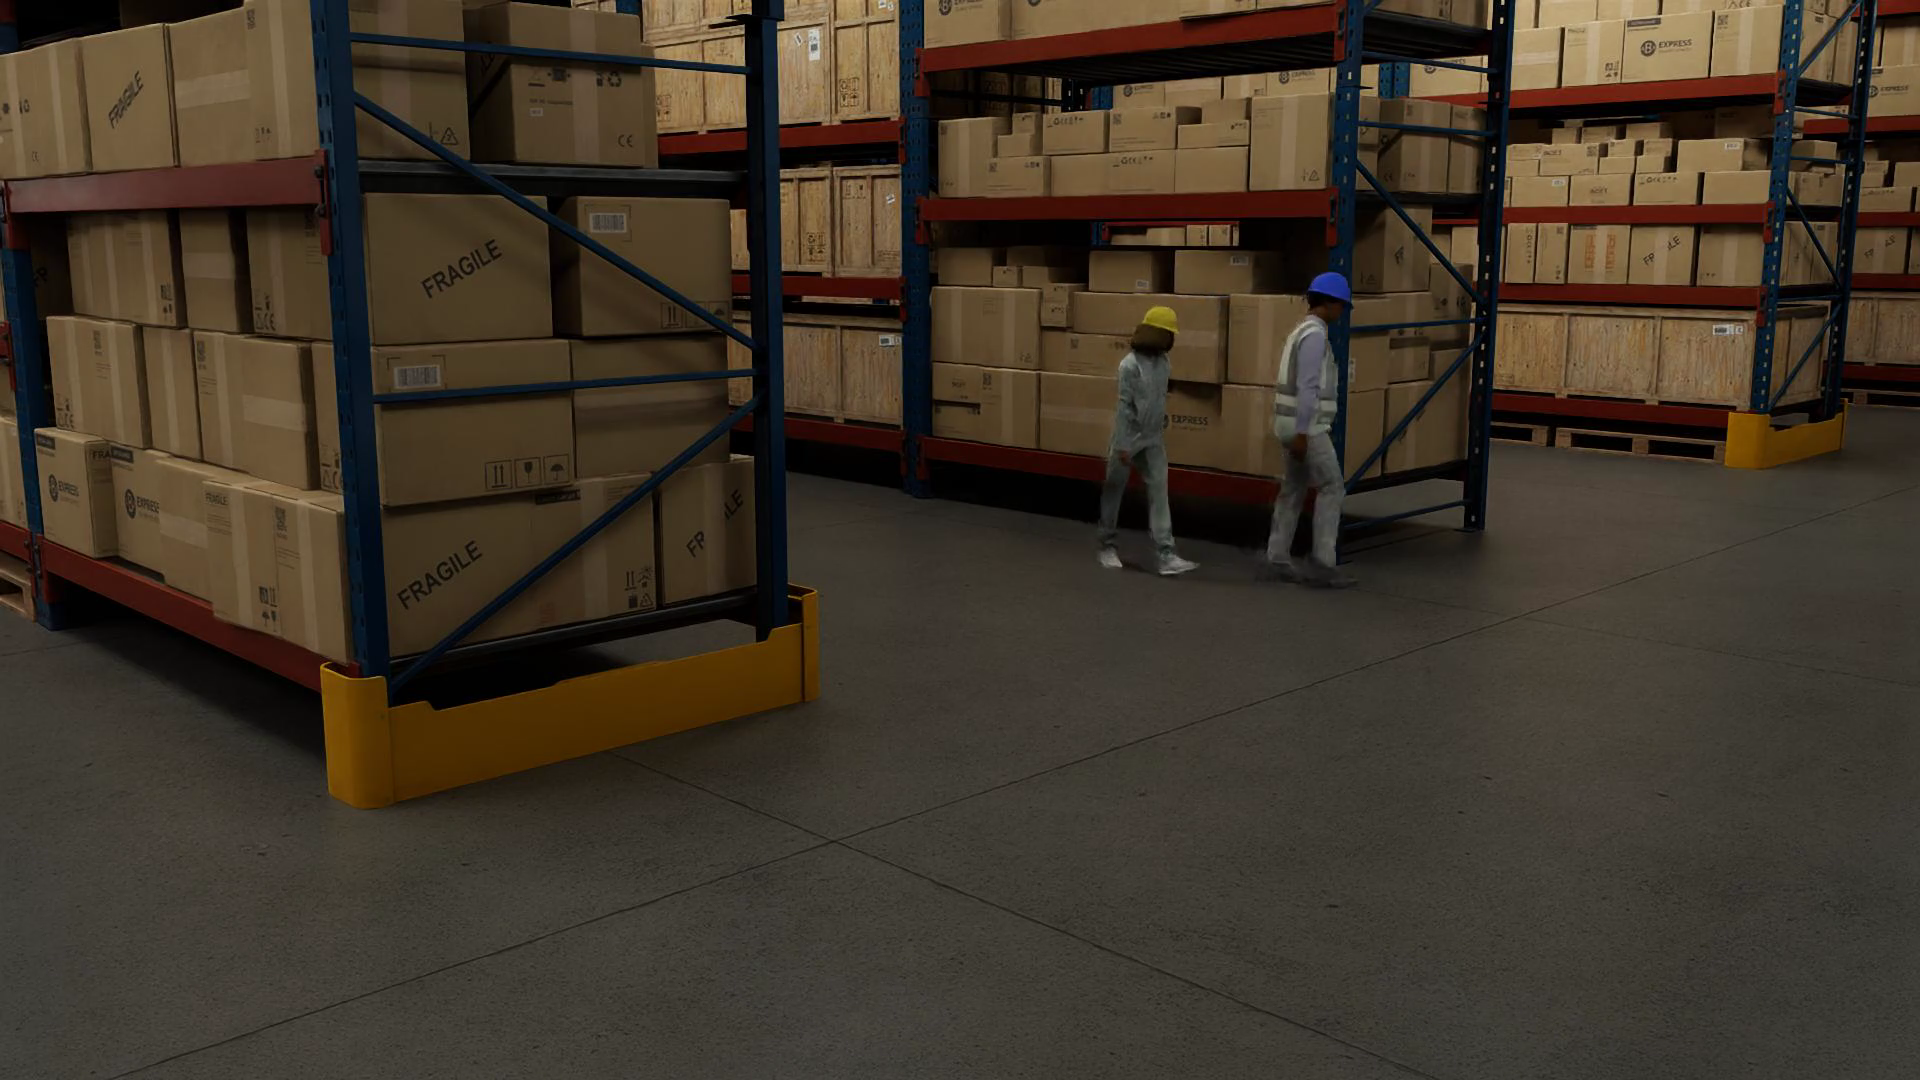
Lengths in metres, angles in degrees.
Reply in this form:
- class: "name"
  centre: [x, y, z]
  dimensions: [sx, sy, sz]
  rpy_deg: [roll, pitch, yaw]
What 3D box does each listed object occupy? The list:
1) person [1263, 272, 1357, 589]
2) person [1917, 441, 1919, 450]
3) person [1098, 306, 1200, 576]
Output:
- class: "person"
  centre: [2.162, -0.666, 10.118]
  dimensions: [0.624, 1.907, 0.659]
  rpy_deg: [1, 10, 5]
- class: "person"
  centre: [9.697, -1.701, 16.202]
  dimensions: [0.553, 1.748, 0.430]
  rpy_deg: [3, 11, 17]
- class: "person"
  centre: [1.169, -0.612, 10.432]
  dimensions: [0.493, 1.679, 0.884]
  rpy_deg: [-7, 12, -33]
